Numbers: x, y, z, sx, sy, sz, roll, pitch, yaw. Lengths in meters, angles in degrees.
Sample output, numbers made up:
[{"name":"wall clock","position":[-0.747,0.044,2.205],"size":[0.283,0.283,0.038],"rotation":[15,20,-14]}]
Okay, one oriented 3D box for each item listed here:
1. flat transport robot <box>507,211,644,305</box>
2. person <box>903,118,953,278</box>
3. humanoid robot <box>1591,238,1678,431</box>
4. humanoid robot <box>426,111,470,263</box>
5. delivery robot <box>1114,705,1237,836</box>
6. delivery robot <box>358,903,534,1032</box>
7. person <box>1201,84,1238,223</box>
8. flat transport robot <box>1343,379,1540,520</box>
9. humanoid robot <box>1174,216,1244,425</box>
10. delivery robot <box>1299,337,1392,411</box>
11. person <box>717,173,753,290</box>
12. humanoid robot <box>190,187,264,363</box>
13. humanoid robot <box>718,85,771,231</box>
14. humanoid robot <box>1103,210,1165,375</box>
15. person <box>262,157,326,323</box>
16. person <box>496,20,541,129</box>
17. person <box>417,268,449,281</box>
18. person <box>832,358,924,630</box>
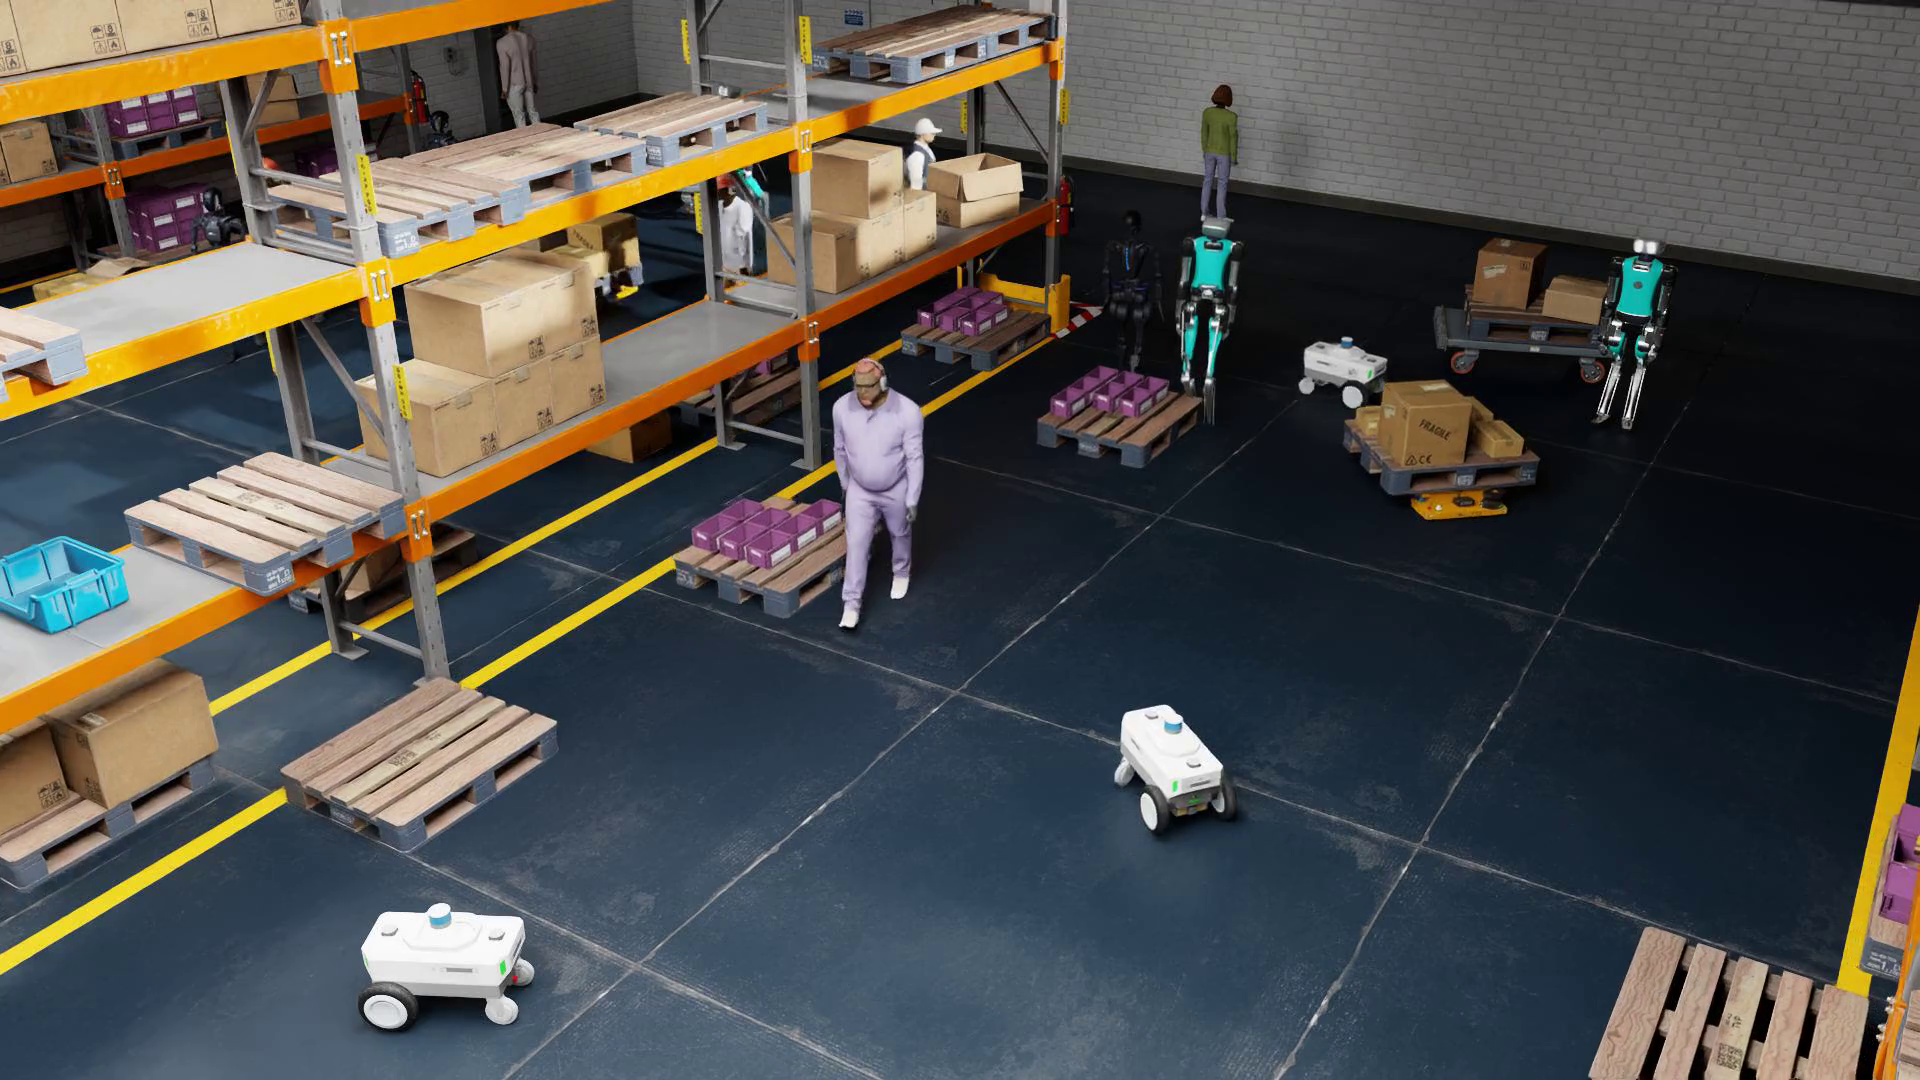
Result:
[{"name":"flat transport robot","position":[-4.062,-2.508,17.140],"size":[0.659,0.231,1.431],"rotation":[17,31,30]},{"name":"person","position":[-0.450,-3.621,17.709],"size":[0.659,1.734,0.755],"rotation":[8,28,15]},{"name":"humanoid robot","position":[5.653,-1.765,13.906],"size":[0.533,1.677,0.735],"rotation":[16,31,28]},{"name":"humanoid robot","position":[-5.603,-3.886,18.287],"size":[0.599,1.653,0.315],"rotation":[16,31,28]},{"name":"delivery robot","position":[1.199,1.271,9.378],"size":[0.502,0.596,0.767],"rotation":[-9,28,-18]},{"name":"delivery robot","position":[-2.458,2.003,7.939],"size":[0.802,0.598,0.499],"rotation":[2,27,3]},{"name":"person","position":[3.062,-4.552,19.659],"size":[0.497,1.631,0.292],"rotation":[22,35,37]},{"name":"flat transport robot","position":[3.751,-0.552,13.286],"size":[0.659,0.231,1.431],"rotation":[-4,27,-8]},{"name":"humanoid robot","position":[2.089,-1.754,14.157],"size":[0.556,1.909,0.707],"rotation":[3,27,6]},{"name":"delivery robot","position":[3.438,-1.522,14.864],"size":[0.774,0.579,0.499],"rotation":[22,34,36]},{"name":"person","position":[-2.129,-2.719,15.935],"size":[0.674,1.726,0.564],"rotation":[-23,35,-37]},{"name":"humanoid robot","position":[-6.882,-2.518,15.606],"size":[0.605,1.638,0.527],"rotation":[-1,27,-3]},{"name":"humanoid robot","position":[-2.451,-4.358,19.270],"size":[0.531,1.875,0.766],"rotation":[22,34,36]},{"name":"humanoid robot","position":[1.558,-2.159,14.920],"size":[0.599,1.636,0.617],"rotation":[12,29,22]},{"name":"person","position":[-6.607,-2.884,16.261],"size":[0.568,1.723,0.733],"rotation":[6,28,12]},{"name":"person","position":[-5.942,-6.141,22.458],"size":[0.351,1.936,0.634],"rotation":[18,32,31]},{"name":"person","position":[-4.048,-1.335,13.087],"size":[0.341,1.845,0.509],"rotation":[3,27,5]},{"name":"person","position":[-0.550,-0.328,11.094],"size":[0.652,1.852,0.978],"rotation":[5,27,9]}]
